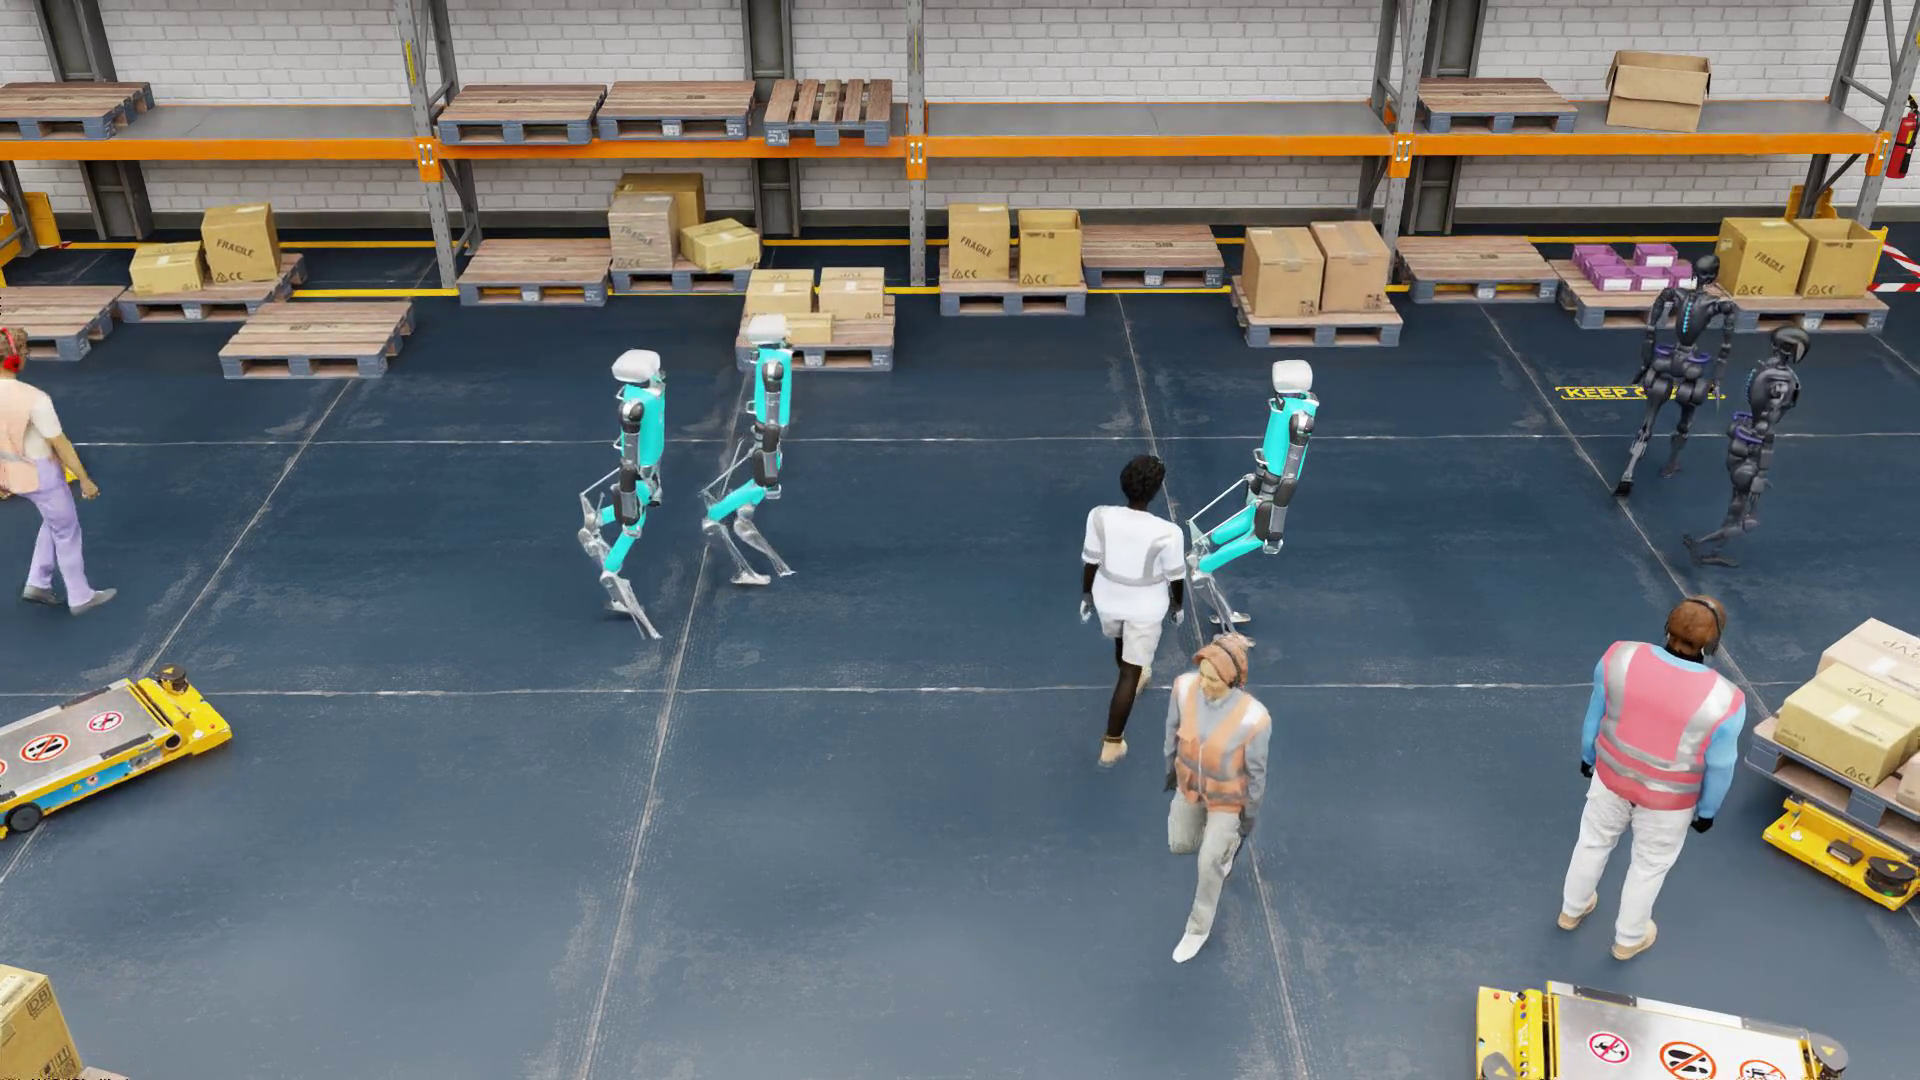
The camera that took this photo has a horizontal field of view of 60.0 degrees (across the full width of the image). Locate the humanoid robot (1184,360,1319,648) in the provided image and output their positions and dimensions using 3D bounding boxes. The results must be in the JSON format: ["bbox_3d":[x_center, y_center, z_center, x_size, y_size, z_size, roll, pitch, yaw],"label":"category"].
[{"bbox_3d":[1.536,-0.190,9.213,0.749,1.697,0.530,0,31,0],"label":"humanoid robot"}]

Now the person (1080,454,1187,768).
[{"bbox_3d":[0.891,0.319,8.550,0.540,1.641,0.907,16,34,24],"label":"person"}]

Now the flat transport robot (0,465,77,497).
[{"bbox_3d":[-6.725,-0.387,11.055,1.431,0.231,0.659,-22,37,-32],"label":"flat transport robot"}]

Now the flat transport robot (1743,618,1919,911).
[{"bbox_3d":[4.672,1.300,8.246,1.431,0.231,0.659,-22,38,-32],"label":"flat transport robot"}]

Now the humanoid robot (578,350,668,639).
[{"bbox_3d":[-1.980,-0.239,9.425,0.757,1.812,0.538,4,31,7],"label":"humanoid robot"}]

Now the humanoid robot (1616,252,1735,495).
[{"bbox_3d":[4.680,-1.069,10.864,0.584,1.633,0.724,23,38,33],"label":"humanoid robot"}]

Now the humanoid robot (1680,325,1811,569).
[{"bbox_3d":[4.682,-0.537,9.934,0.439,1.653,0.589,9,32,14],"label":"humanoid robot"}]

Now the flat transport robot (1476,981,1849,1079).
[{"bbox_3d":[2.851,2.188,6.768,1.431,0.231,0.659,8,32,13],"label":"flat transport robot"}]

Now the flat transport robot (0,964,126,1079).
[{"bbox_3d":[-3.807,2.561,6.148,1.431,0.231,0.659,9,32,14],"label":"flat transport robot"}]

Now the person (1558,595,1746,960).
[{"bbox_3d":[2.976,1.036,7.175,0.633,1.832,0.430,25,39,35],"label":"person"}]

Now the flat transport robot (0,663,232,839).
[{"bbox_3d":[-4.594,1.115,8.555,1.431,0.231,0.659,-26,40,-36],"label":"flat transport robot"}]

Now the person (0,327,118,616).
[{"bbox_3d":[-5.257,-0.355,9.495,0.562,1.822,0.454,14,34,23],"label":"person"}]

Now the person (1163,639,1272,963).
[{"bbox_3d":[1.137,1.081,7.303,0.516,1.621,0.579,26,40,36],"label":"person"}]

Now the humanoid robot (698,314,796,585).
[{"bbox_3d":[-1.269,-0.458,9.760,0.824,1.789,0.545,-2,31,-4],"label":"humanoid robot"}]
